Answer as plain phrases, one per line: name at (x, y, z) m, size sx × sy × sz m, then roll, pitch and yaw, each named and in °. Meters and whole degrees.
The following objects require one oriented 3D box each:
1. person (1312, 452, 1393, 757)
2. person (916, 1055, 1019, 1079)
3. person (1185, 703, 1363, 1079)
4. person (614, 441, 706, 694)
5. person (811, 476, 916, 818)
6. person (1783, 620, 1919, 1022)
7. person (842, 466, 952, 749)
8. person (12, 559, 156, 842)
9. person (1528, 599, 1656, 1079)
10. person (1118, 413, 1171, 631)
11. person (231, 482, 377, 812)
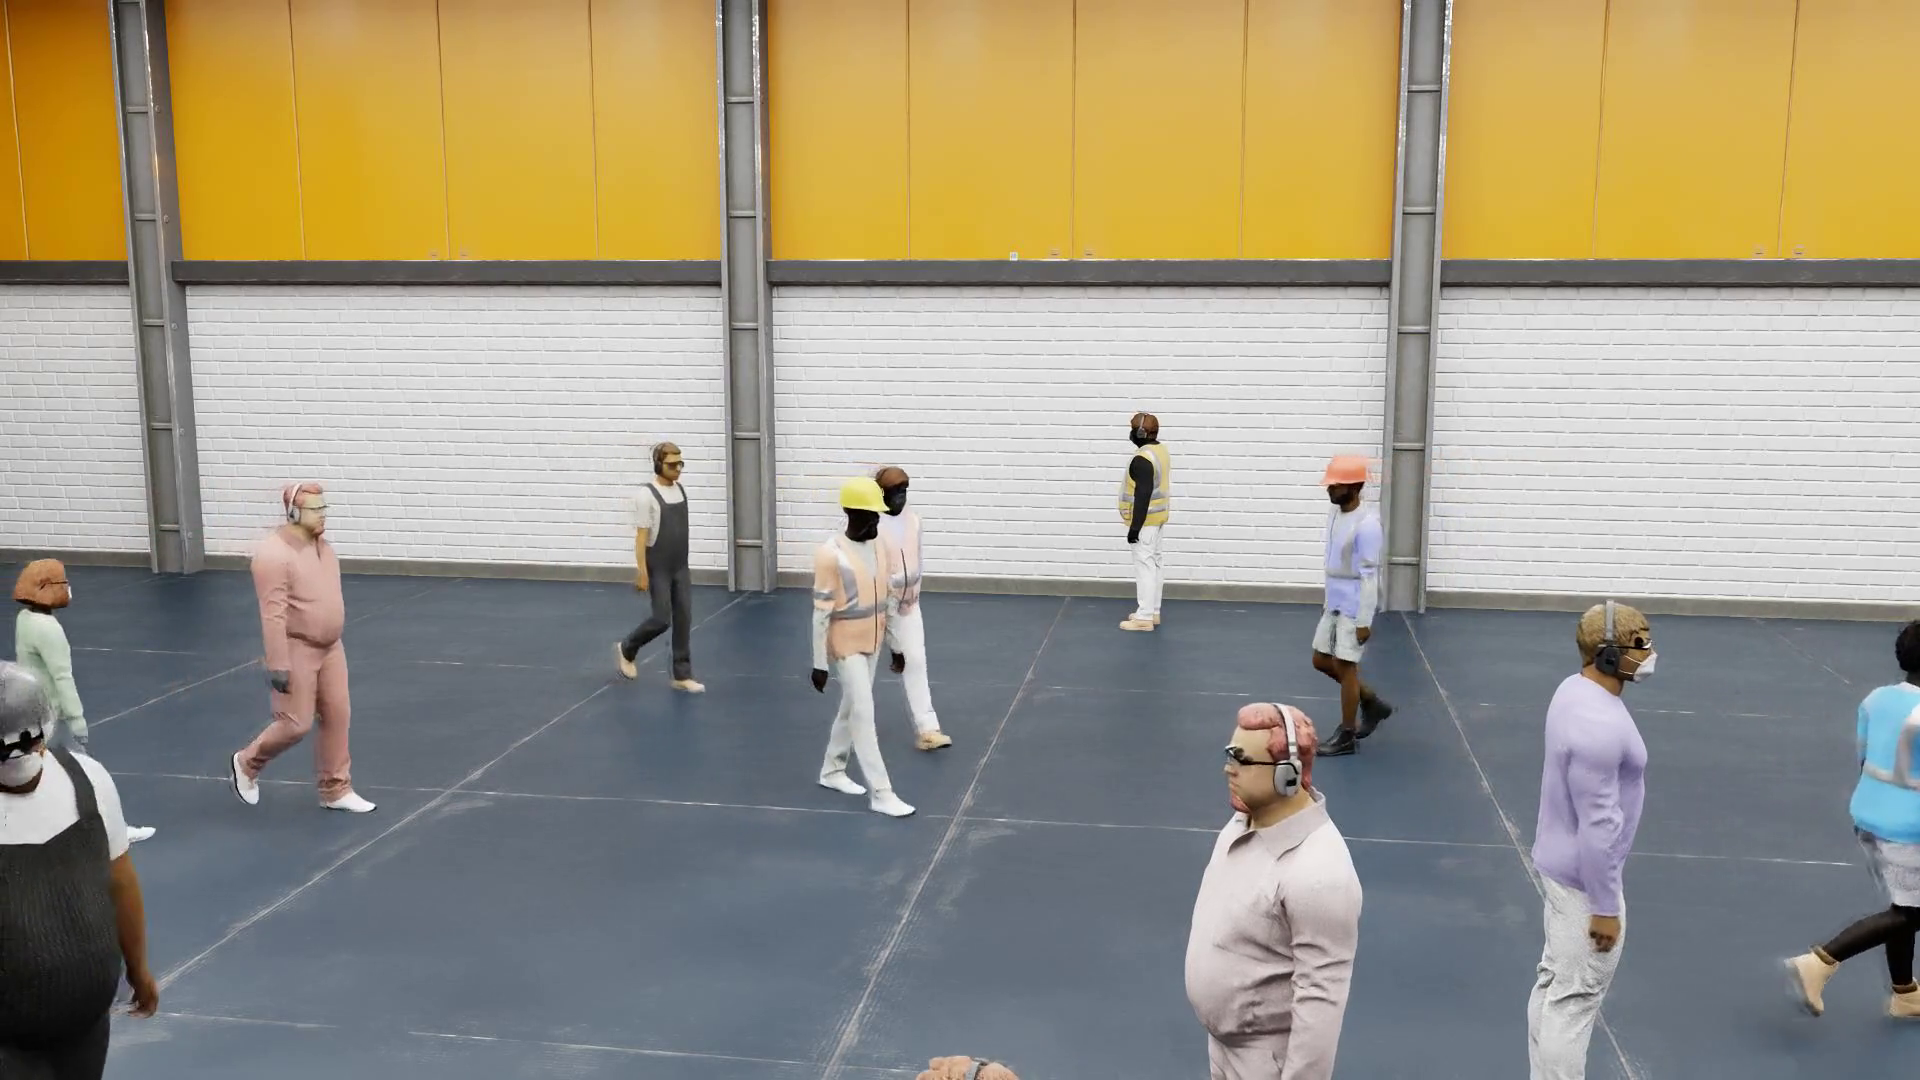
person at (2.443, 0.404, 10.365) m, size 0.519 × 1.923 × 0.570 m, roll -2°, pitch 9°, yaw -12°
person at (-0.038, 1.735, 3.130) m, size 0.831 × 1.591 × 0.541 m, roll 2°, pitch 9°, yaw 12°
person at (0.806, 1.365, 4.482) m, size 0.410 × 1.911 × 0.640 m, roll -2°, pitch 9°, yaw -10°
person at (-2.159, 0.195, 11.967) m, size 0.637 × 1.831 × 0.509 m, roll 5°, pitch 11°, yaw 30°
person at (-0.539, 0.579, 9.416) m, size 0.714 × 1.908 × 0.621 m, roll 6°, pitch 11°, yaw 33°
person at (3.668, 1.136, 6.628) m, size 0.661 × 1.663 × 0.563 m, roll 0°, pitch 9°, yaw 2°
person at (-0.412, 0.445, 10.490) m, size 0.643 × 1.803 × 0.926 m, roll -7°, pitch 11°, yaw -36°
person at (-4.642, 0.881, 8.455) m, size 0.876 × 1.586 × 0.521 m, roll -8°, pitch 12°, yaw -40°
person at (2.147, 1.156, 5.678) m, size 0.374 × 1.941 × 0.627 m, roll 2°, pitch 9°, yaw 14°
person at (1.550, -0.156, 14.073) m, size 0.430 × 1.845 × 0.619 m, roll 4°, pitch 10°, yaw 22°
person at (-3.684, 0.608, 9.231) m, size 0.712 × 1.884 × 0.649 m, roll 2°, pitch 10°, yaw 14°
